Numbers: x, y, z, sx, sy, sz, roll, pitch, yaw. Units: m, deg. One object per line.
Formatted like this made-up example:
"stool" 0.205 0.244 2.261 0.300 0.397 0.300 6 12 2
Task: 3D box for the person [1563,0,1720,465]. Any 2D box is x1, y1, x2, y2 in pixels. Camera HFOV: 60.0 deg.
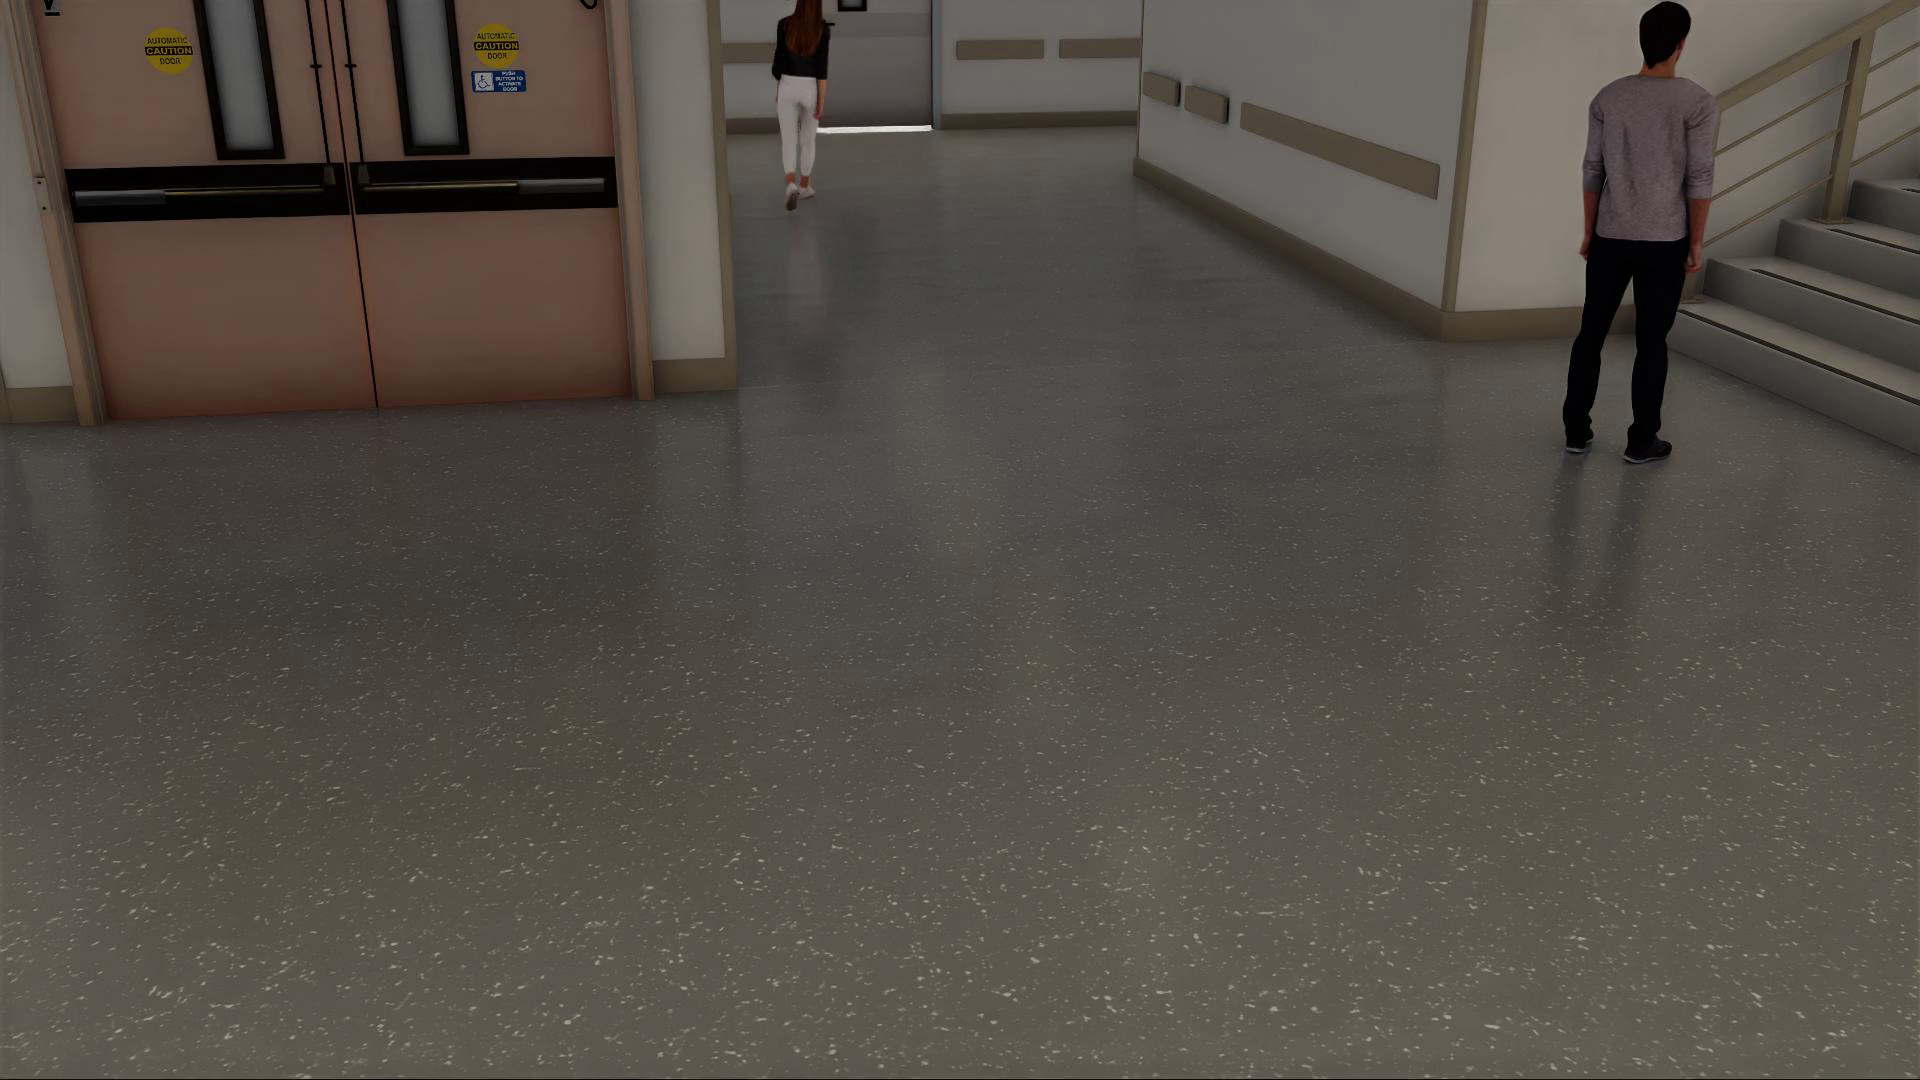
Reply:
"person" 2.771 -1.240 6.801 0.731 1.844 0.772 16 26 36

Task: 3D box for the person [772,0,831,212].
"person" -1.219 -3.328 12.572 1.109 1.661 0.770 -2 21 -5
